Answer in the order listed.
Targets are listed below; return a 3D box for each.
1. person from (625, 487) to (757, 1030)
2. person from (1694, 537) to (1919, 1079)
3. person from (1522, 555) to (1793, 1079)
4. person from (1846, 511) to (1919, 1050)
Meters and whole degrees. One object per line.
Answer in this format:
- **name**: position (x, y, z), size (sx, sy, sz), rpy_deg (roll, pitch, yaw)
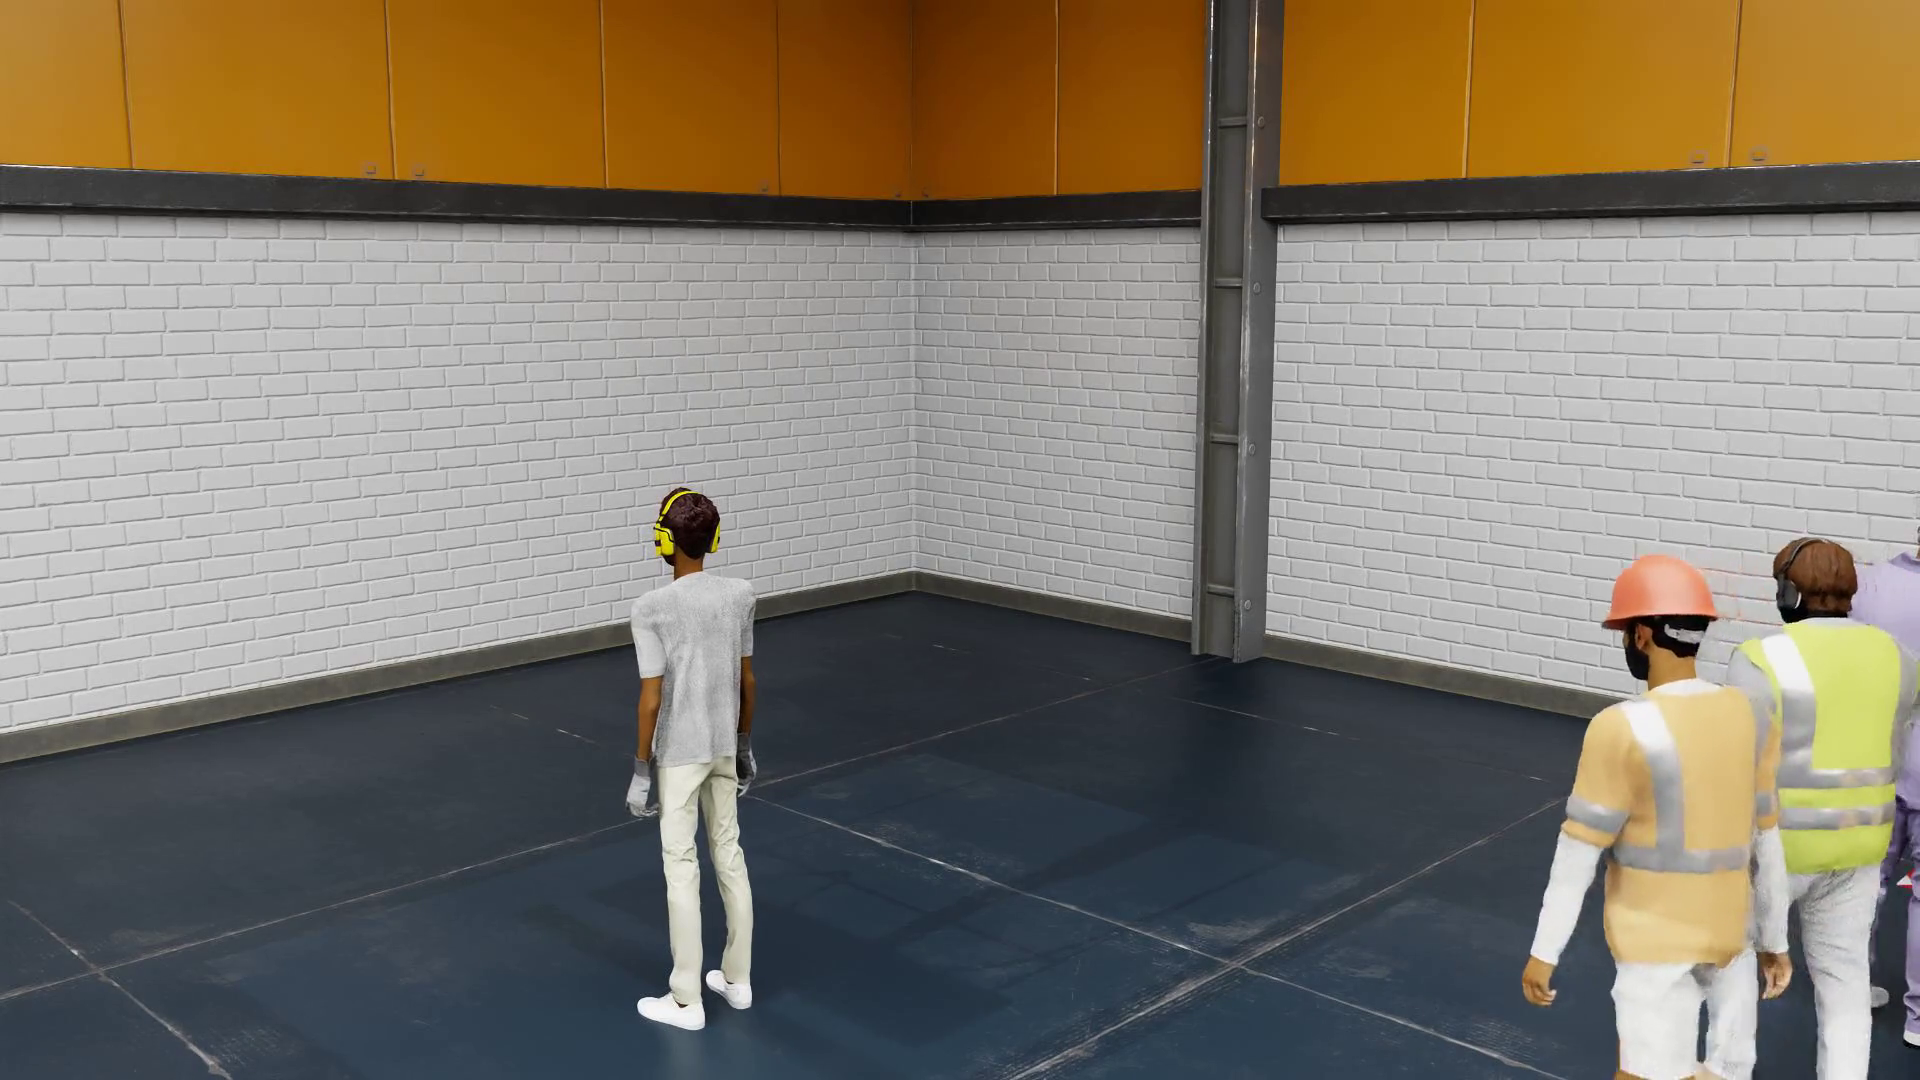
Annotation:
- **person**: position (-0.925, 0.749, 5.741), size (0.328, 1.872, 0.514), rpy_deg (9, 13, 43)
- **person**: position (2.500, 0.897, 5.011), size (0.692, 1.816, 0.661), rpy_deg (-2, 9, -11)
- **person**: position (1.747, 0.982, 4.274), size (0.659, 1.873, 0.948), rpy_deg (-4, 10, -24)
- **person**: position (3.268, 0.757, 5.611), size (0.404, 1.900, 0.641), rpy_deg (-5, 10, -27)
